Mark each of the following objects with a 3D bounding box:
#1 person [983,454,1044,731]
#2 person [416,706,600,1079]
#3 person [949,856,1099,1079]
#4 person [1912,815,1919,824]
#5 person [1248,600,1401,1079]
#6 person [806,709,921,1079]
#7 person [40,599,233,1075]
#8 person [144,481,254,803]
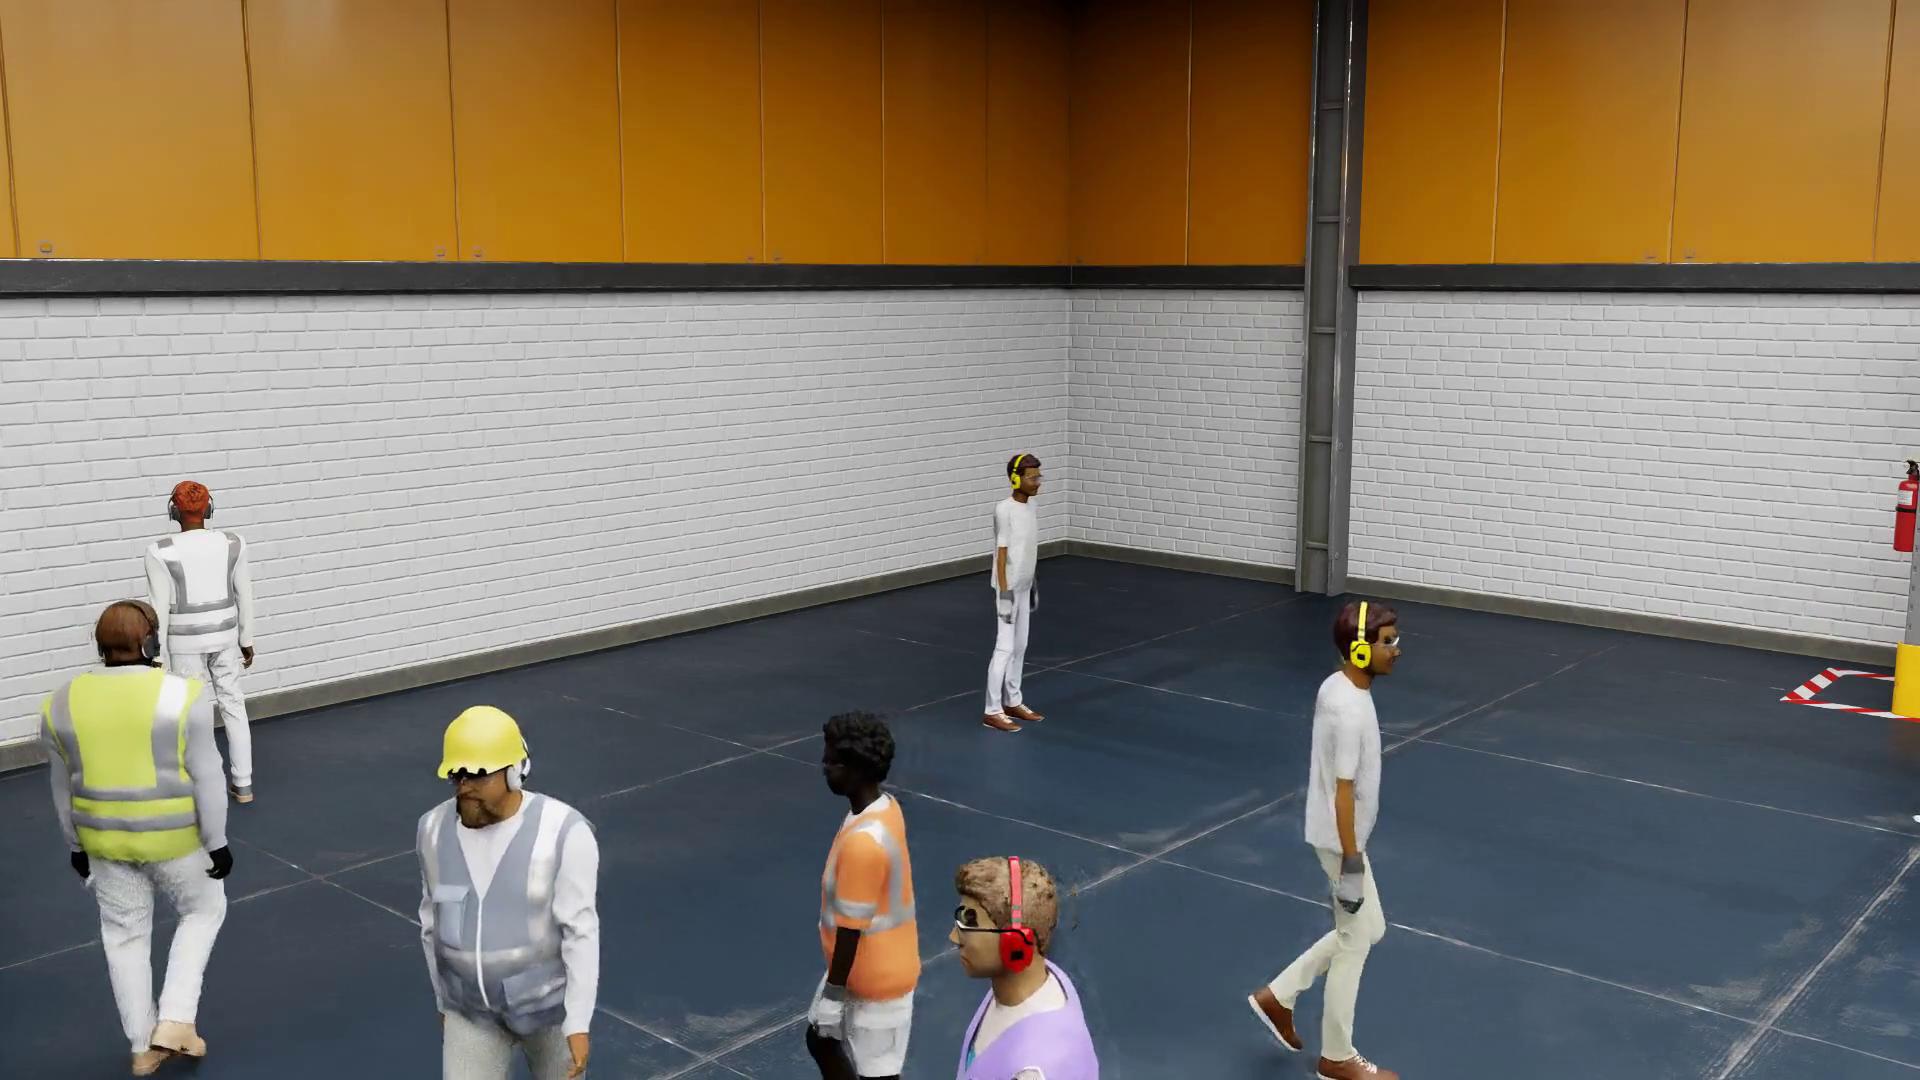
[{"bbox_3d":[0.381,0.344,11.149,0.342,1.859,0.503,6,11,31],"label":"person"},{"bbox_3d":[-1.349,1.364,4.967,0.601,1.787,0.924,1,9,8],"label":"person"},{"bbox_3d":[0.156,1.563,3.660,0.945,1.805,0.580,-1,9,-4],"label":"person"},{"bbox_3d":[5.523,0.650,9.020,0.491,1.915,0.588,1,9,6],"label":"person"},{"bbox_3d":[1.403,1.127,6.200,0.469,1.859,0.541,2,9,10],"label":"person"},{"bbox_3d":[-0.353,1.370,5.257,0.525,1.682,0.539,0,9,-2],"label":"person"},{"bbox_3d":[-3.080,1.128,6.293,0.656,1.829,0.451,0,9,-3],"label":"person"},{"bbox_3d":[-4.298,0.600,9.440,0.337,1.882,0.583,8,12,43],"label":"person"}]
